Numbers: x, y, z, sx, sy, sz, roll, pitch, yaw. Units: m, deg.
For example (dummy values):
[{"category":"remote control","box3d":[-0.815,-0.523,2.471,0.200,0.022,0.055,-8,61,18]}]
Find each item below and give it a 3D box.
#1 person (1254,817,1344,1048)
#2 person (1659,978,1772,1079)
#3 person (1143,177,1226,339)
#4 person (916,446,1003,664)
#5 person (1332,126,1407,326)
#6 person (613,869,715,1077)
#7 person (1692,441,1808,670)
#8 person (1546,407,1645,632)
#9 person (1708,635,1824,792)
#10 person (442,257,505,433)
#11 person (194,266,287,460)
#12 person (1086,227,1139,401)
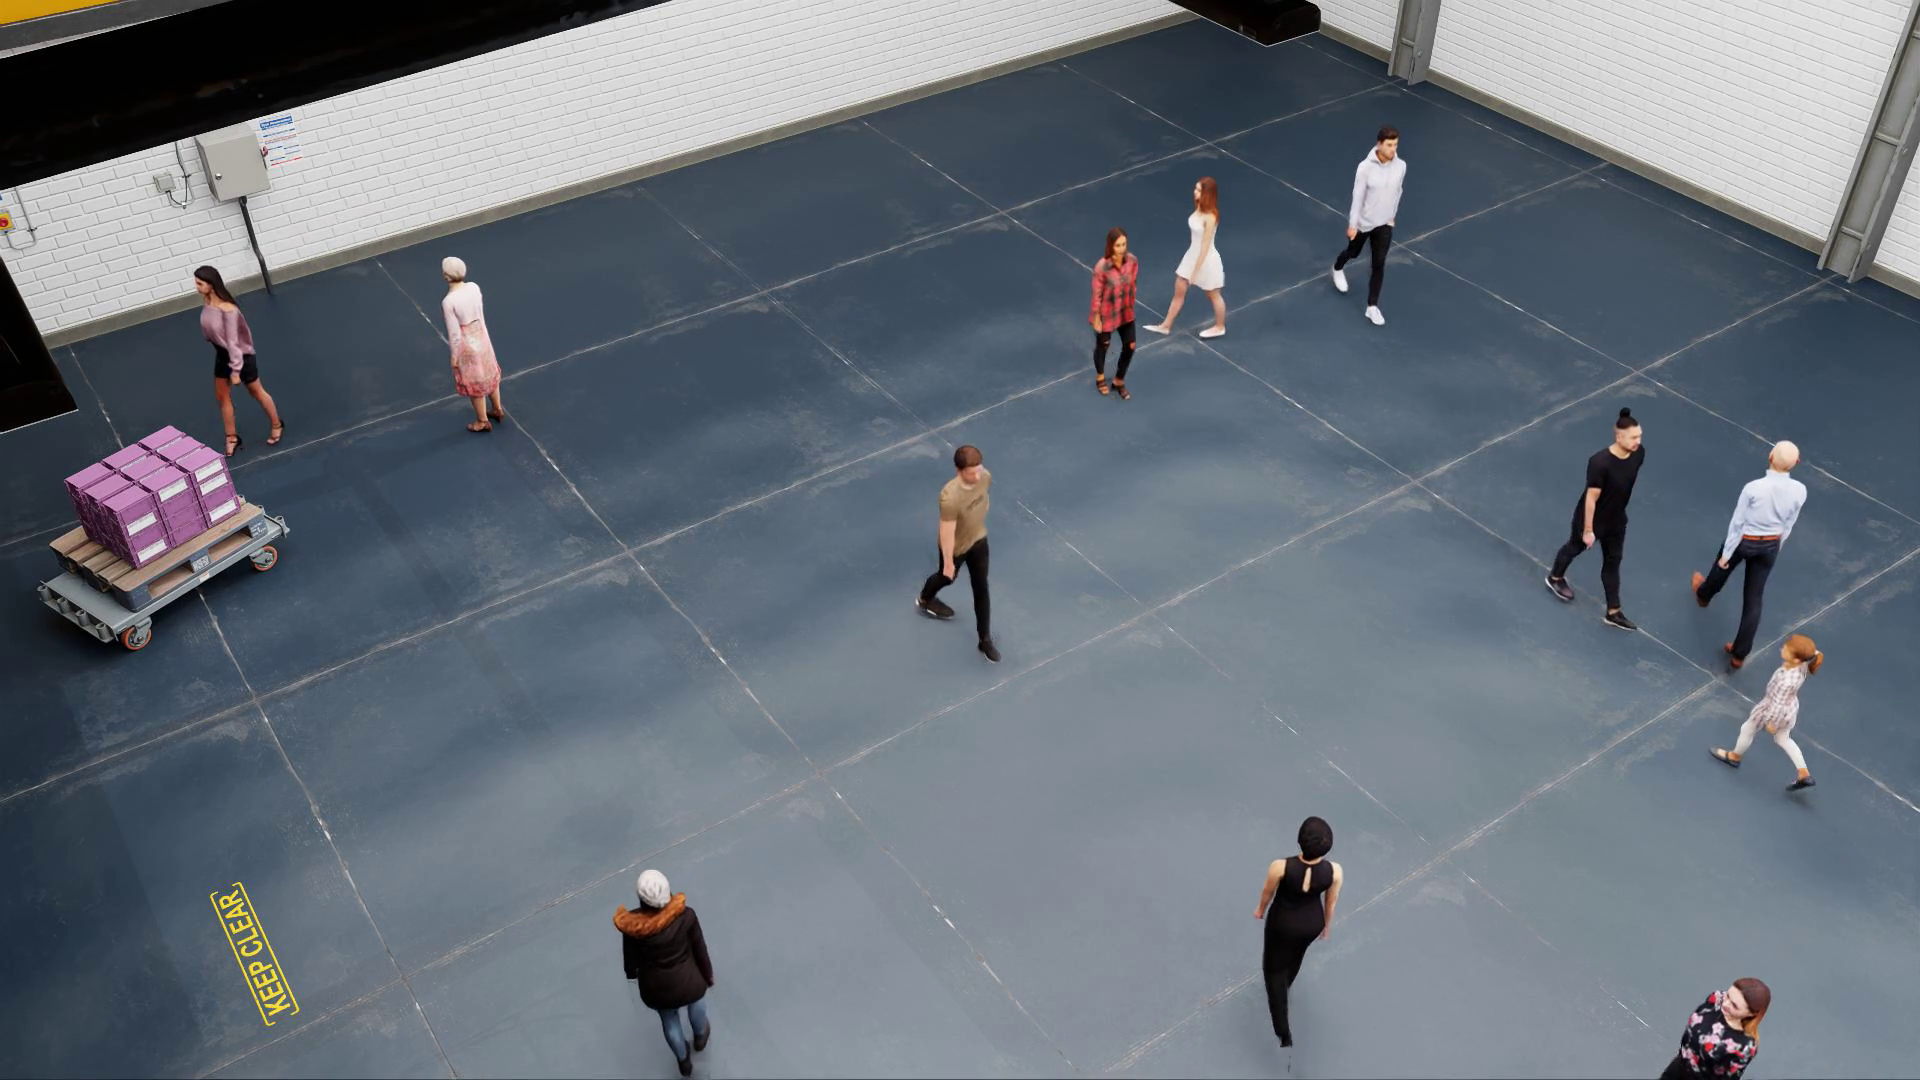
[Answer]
[{"category":"person","box3d":[1.922,2.260,9.536,0.881,1.578,1.048,-2,39,-3]},{"category":"person","box3d":[3.988,2.825,8.754,0.808,1.670,0.758,-3,39,-4]},{"category":"person","box3d":[2.358,-2.614,15.561,0.884,1.675,1.034,-8,39,-10]},{"category":"person","box3d":[-0.029,-0.010,12.195,1.220,1.806,0.775,29,47,31]},{"category":"person","box3d":[3.915,-3.106,16.004,1.008,1.891,1.338,-8,39,-10]},{"category":"person","box3d":[-1.601,2.460,9.244,0.775,1.629,0.814,-6,39,-7]},{"category":"person","box3d":[5.770,0.135,12.070,1.188,1.736,1.312,4,39,5]},{"category":"person","box3d":[4.741,-0.248,12.477,0.792,1.826,1.127,-17,42,-20]},{"category":"person","box3d":[5.544,1.172,11.137,0.605,1.280,0.957,-29,47,-31]},{"category":"person","box3d":[-4.227,-1.690,14.391,0.697,1.692,0.677,18,42,22]},{"category":"person","box3d":[-6.061,-1.554,14.141,0.880,1.792,0.862,22,44,25]},{"category":"person","box3d":[1.330,-2.060,14.856,0.691,1.690,0.712,-15,41,-18]}]
